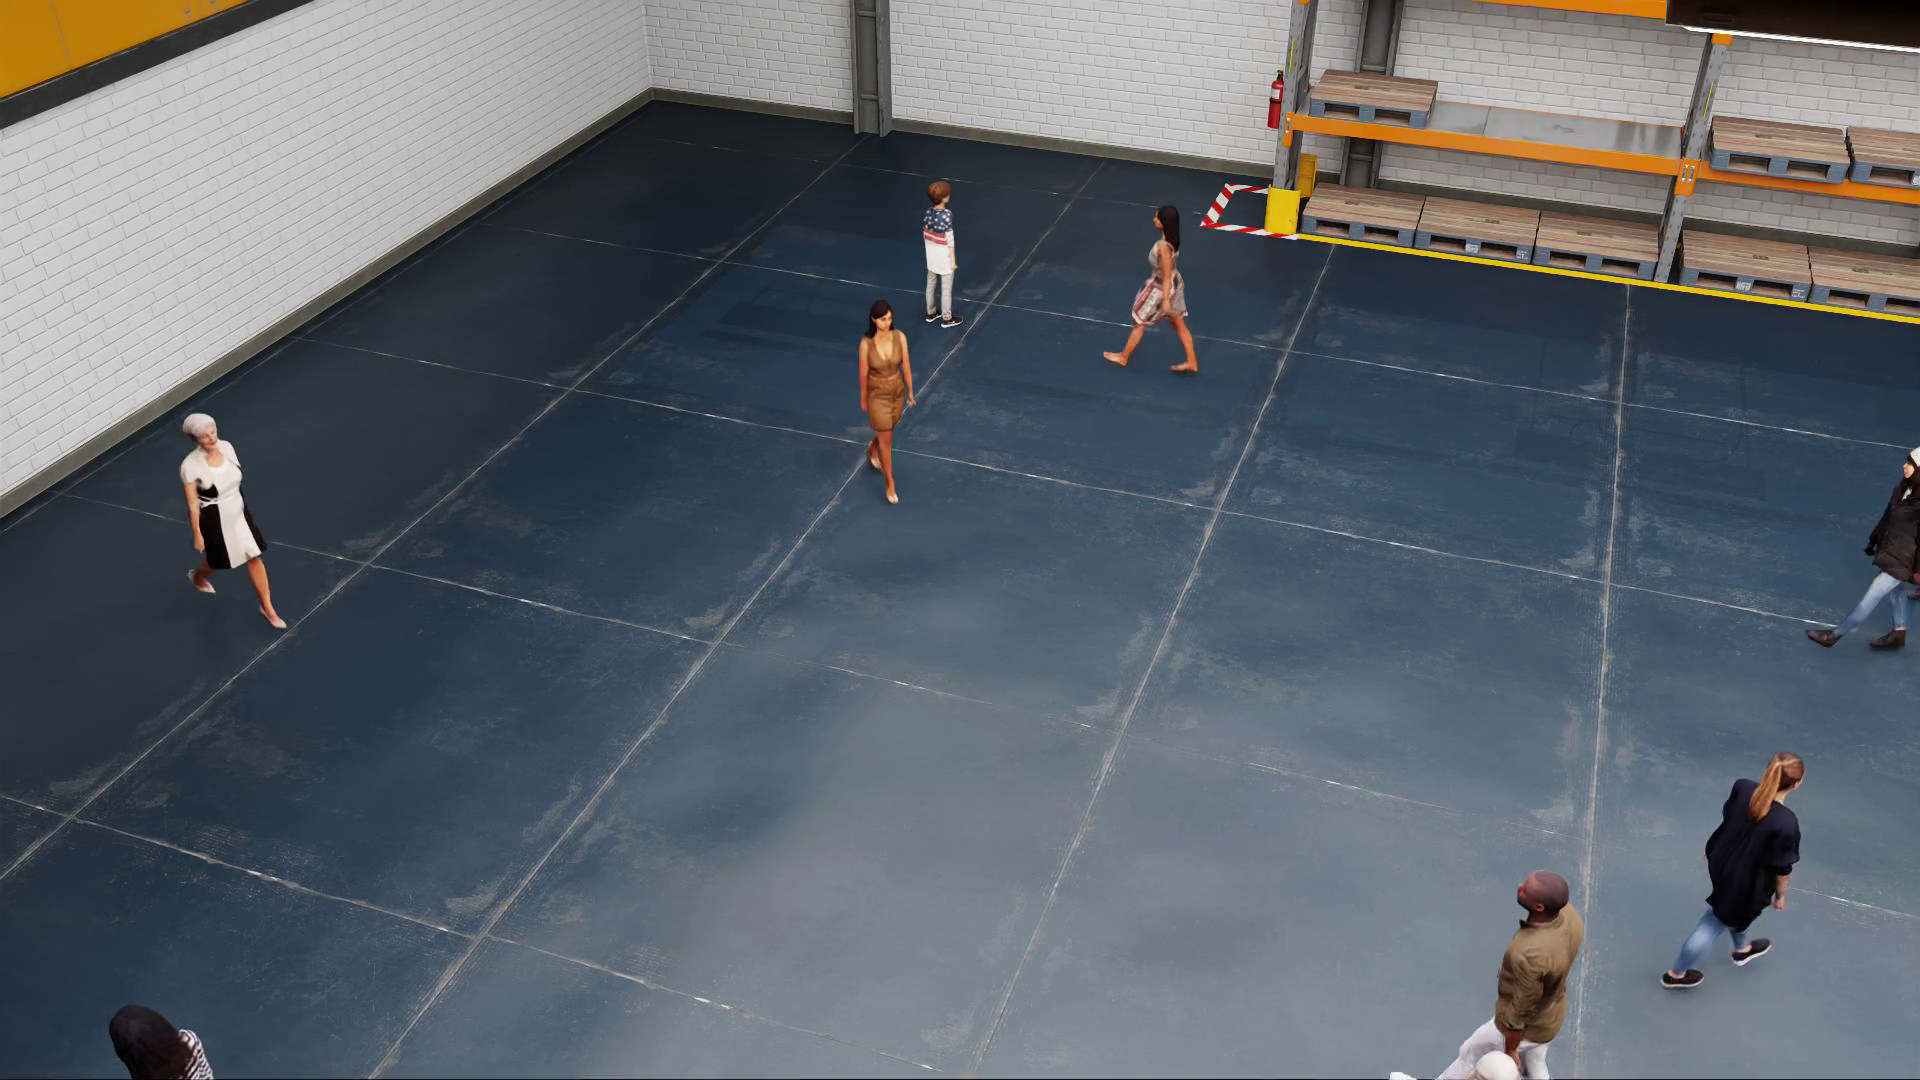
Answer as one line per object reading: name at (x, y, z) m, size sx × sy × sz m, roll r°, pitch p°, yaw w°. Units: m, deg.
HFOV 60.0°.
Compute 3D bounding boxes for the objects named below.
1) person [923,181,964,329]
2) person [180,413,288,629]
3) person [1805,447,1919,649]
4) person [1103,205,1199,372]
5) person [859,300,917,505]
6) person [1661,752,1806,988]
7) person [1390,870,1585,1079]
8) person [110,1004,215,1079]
person at (-0.192, -2.746, 15.917) m, size 0.649 × 1.438 × 0.539 m, roll -29°, pitch 43°, yaw -36°
person at (-5.276, -0.146, 11.758) m, size 1.150 × 1.713 × 0.726 m, roll 16°, pitch 37°, yaw 22°
person at (6.568, 0.100, 11.493) m, size 1.068 × 1.596 × 0.820 m, roll 0°, pitch 34°, yaw 0°
person at (1.923, -2.213, 14.973) m, size 1.113 × 1.595 × 0.672 m, roll 9°, pitch 35°, yaw 13°
person at (-0.630, -1.187, 13.362) m, size 0.919 × 1.670 × 1.012 m, roll -17°, pitch 37°, yaw -23°
person at (4.082, 1.811, 8.867) m, size 1.066 × 1.654 × 0.946 m, roll -8°, pitch 35°, yaw -12°
person at (2.783, 2.321, 7.974) m, size 1.170 × 1.792 × 0.970 m, roll 26°, pitch 41°, yaw 33°
person at (-3.408, 2.704, 7.398) m, size 0.526 × 1.794 × 0.597 m, roll 8°, pitch 34°, yaw 11°
